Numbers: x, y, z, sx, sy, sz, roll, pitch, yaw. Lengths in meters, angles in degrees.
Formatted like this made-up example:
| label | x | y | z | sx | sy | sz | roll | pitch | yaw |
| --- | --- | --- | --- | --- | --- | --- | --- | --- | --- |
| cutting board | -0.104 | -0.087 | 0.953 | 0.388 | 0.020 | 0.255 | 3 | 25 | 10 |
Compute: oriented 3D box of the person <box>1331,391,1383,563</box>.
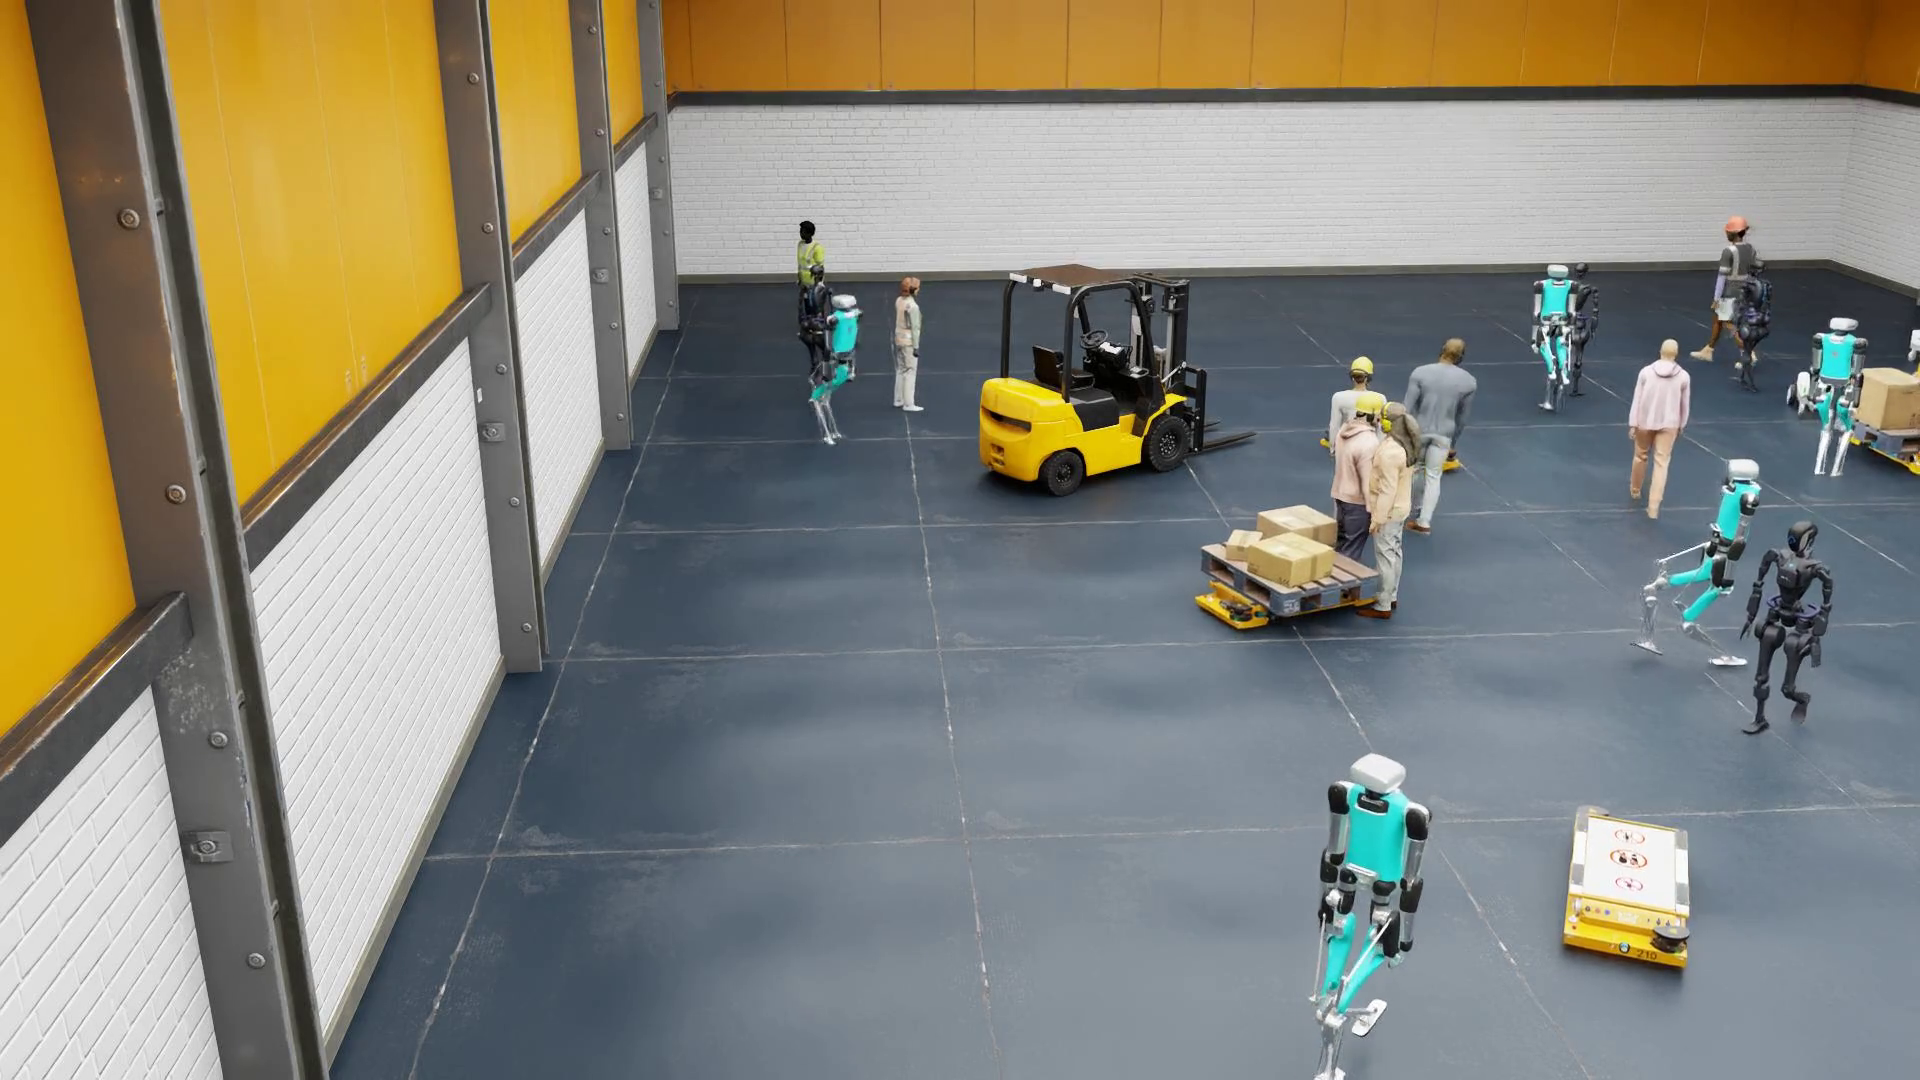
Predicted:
| label | x | y | z | sx | sy | sz | roll | pitch | yaw |
| --- | --- | --- | --- | --- | --- | --- | --- | --- | --- |
| person | 3.405 | -0.373 | 14.345 | 0.435 | 1.857 | 0.801 | -4 | 20 | -10 |

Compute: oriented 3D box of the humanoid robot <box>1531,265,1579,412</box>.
| label | x | y | z | sx | sy | sz | roll | pitch | yaw |
| --- | --- | --- | --- | --- | --- | --- | --- | --- | --- |
| humanoid robot | 7.137 | -2.344 | 19.906 | 0.534 | 1.803 | 0.755 | 1 | 20 | 2 |

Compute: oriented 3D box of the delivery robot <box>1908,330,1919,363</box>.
| label | x | y | z | sx | sy | sz | roll | pitch | yaw |
| --- | --- | --- | --- | --- | --- | --- | --- | --- | --- |
| delivery robot | 13.093 | -2.567 | 22.223 | 0.511 | 0.606 | 0.777 | -4 | 21 | -12 |

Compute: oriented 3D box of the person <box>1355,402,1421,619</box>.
| label | x | y | z | sx | sy | sz | roll | pitch | yaw |
| --- | --- | --- | --- | --- | --- | --- | --- | --- | --- |
| person | 3.616 | -0.247 | 13.973 | 0.403 | 1.876 | 0.553 | 11 | 23 | 27 |

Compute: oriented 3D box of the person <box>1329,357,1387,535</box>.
| label | x | y | z | sx | sy | sz | roll | pitch | yaw |
| --- | --- | --- | --- | --- | --- | --- | --- | --- | --- |
| person | 3.774 | -0.875 | 15.851 | 0.524 | 1.759 | 0.325 | 5 | 21 | 13 |

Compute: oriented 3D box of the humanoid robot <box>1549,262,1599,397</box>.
| label | x | y | z | sx | sy | sz | roll | pitch | yaw |
| --- | --- | --- | --- | --- | --- | --- | --- | --- | --- |
| humanoid robot | 7.655 | -2.644 | 20.763 | 0.599 | 1.659 | 0.315 | 18 | 26 | 39 |

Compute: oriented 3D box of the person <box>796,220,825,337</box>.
| label | x | y | z | sx | sy | sz | roll | pitch | yaw |
| --- | --- | --- | --- | --- | --- | --- | --- | --- | --- |
| person | -2.124 | -3.685 | 23.588 | 0.321 | 1.698 | 0.536 | -18 | 27 | -40 |

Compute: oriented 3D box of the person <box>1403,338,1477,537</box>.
| label | x | y | z | sx | sy | sz | roll | pitch | yaw |
| --- | --- | --- | --- | --- | --- | --- | --- | --- | --- |
| person | 4.596 | -1.023 | 16.095 | 0.671 | 1.869 | 0.861 | 7 | 21 | 19 |

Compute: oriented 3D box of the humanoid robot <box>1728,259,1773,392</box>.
| label | x | y | z | sx | sy | sz | roll | pitch | yaw |
| --- | --- | --- | --- | --- | --- | --- | --- | --- | --- |
| humanoid robot | 9.994 | -2.726 | 21.037 | 0.589 | 1.642 | 0.603 | -9 | 22 | -23 |

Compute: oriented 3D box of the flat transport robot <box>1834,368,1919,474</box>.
| label | x | y | z | sx | sy | sz | roll | pitch | yaw |
| --- | --- | --- | --- | --- | --- | --- | --- | --- | --- |
| flat transport robot | 10.502 | -1.013 | 18.388 | 0.659 | 0.231 | 1.431 | -2 | 20 | -5 |

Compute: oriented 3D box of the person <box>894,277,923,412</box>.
| label | x | y | z | sx | sy | sz | roll | pitch | yaw |
| --- | --- | --- | --- | --- | --- | --- | --- | --- | --- |
| person | -0.622 | -2.363 | 20.090 | 0.319 | 1.627 | 0.524 | -10 | 22 | -26 |

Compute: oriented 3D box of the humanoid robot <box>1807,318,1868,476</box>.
| label | x | y | z | sx | sy | sz | roll | pitch | yaw |
| --- | --- | --- | --- | --- | --- | --- | --- | --- | --- |
| humanoid robot | 9.313 | -1.501 | 17.627 | 0.530 | 1.802 | 0.799 | 19 | 27 | 41 |

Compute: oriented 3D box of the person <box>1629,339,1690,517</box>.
| label | x | y | z | sx | sy | sz | roll | pitch | yaw |
| --- | --- | --- | --- | --- | --- | --- | --- | --- | --- |
| person | 6.991 | -1.161 | 16.656 | 0.536 | 1.735 | 0.908 | 9 | 22 | 24 |

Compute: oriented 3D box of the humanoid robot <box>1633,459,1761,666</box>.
| label | x | y | z | sx | sy | sz | roll | pitch | yaw |
| --- | --- | --- | --- | --- | --- | --- | --- | --- | --- |
| humanoid robot | 5.704 | 0.213 | 12.995 | 1.034 | 1.772 | 0.539 | 3 | 20 | 8 |

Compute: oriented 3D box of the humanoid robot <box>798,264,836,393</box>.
| label | x | y | z | sx | sy | sz | roll | pitch | yaw |
| --- | --- | --- | --- | --- | --- | --- | --- | --- | --- |
| humanoid robot | -1.823 | -2.609 | 20.709 | 0.584 | 1.645 | 0.480 | 10 | 22 | 25 |

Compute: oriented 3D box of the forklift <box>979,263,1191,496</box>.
| label | x | y | z | sx | sy | sz | roll | pitch | yaw |
| --- | --- | --- | --- | --- | --- | --- | --- | --- | --- |
| forklift | 1.315 | -1.764 | 17.646 | 2.313 | 2.155 | 1.214 | -14 | 24 | -33 |

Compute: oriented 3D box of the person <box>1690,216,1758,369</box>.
| label | x | y | z | sx | sy | sz | roll | pitch | yaw |
| --- | --- | --- | --- | --- | --- | --- | --- | --- | --- |
| person | 10.287 | -3.282 | 22.073 | 0.608 | 2.000 | 0.982 | -13 | 24 | -32 |

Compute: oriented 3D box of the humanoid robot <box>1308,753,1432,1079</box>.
| label | x | y | z | sx | sy | sz | roll | pitch | yaw |
| --- | --- | --- | --- | --- | --- | --- | --- | --- | --- |
| humanoid robot | 1.917 | 1.937 | 8.197 | 0.548 | 1.721 | 1.002 | 17 | 26 | 38 |

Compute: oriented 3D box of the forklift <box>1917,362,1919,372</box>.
| label | x | y | z | sx | sy | sz | roll | pitch | yaw |
| --- | --- | --- | --- | --- | --- | --- | --- | --- | --- |
| forklift | 12.602 | -2.435 | 19.475 | 2.313 | 2.155 | 1.214 | -1 | 20 | -4 |

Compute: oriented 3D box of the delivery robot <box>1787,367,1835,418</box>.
| label | x | y | z | sx | sy | sz | roll | pitch | yaw |
| --- | --- | --- | --- | --- | --- | --- | --- | --- | --- |
| delivery robot | 10.327 | -1.792 | 20.107 | 0.499 | 0.603 | 0.807 | 8 | 21 | 20 |

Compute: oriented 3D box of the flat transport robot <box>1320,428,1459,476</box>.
| label | x | y | z | sx | sy | sz | roll | pitch | yaw |
| --- | --- | --- | --- | --- | --- | --- | --- | --- | --- |
| flat transport robot | 4.735 | -1.010 | 18.380 | 0.659 | 0.231 | 1.431 | -13 | 24 | -31 |

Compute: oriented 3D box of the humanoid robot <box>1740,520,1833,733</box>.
| label | x | y | z | sx | sy | sz | roll | pitch | yaw |
| --- | --- | --- | --- | --- | --- | --- | --- | --- | --- |
| humanoid robot | 5.962 | 0.603 | 11.936 | 0.505 | 1.640 | 0.609 | -14 | 24 | -33 |

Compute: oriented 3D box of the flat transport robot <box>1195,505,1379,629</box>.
| label | x | y | z | sx | sy | sz | roll | pitch | yaw |
| --- | --- | --- | --- | --- | --- | --- | --- | --- | --- |
| flat transport robot | 2.811 | 0.470 | 14.346 | 1.431 | 0.231 | 0.659 | -9 | 22 | -24 |

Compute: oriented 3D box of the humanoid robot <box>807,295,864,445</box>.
| label | x | y | z | sx | sy | sz | roll | pitch | yaw |
| --- | --- | --- | --- | --- | --- | --- | --- | --- | --- |
| humanoid robot | -1.509 | -1.923 | 18.761 | 0.922 | 1.754 | 0.535 | 16 | 26 | 37 |

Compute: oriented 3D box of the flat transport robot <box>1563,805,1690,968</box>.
| label | x | y | z | sx | sy | sz | roll | pitch | yaw |
| --- | --- | --- | --- | --- | --- | --- | --- | --- | --- |
| flat transport robot | 4.022 | 2.058 | 10.021 | 0.659 | 0.231 | 1.431 | 8 | 22 | 20 |
